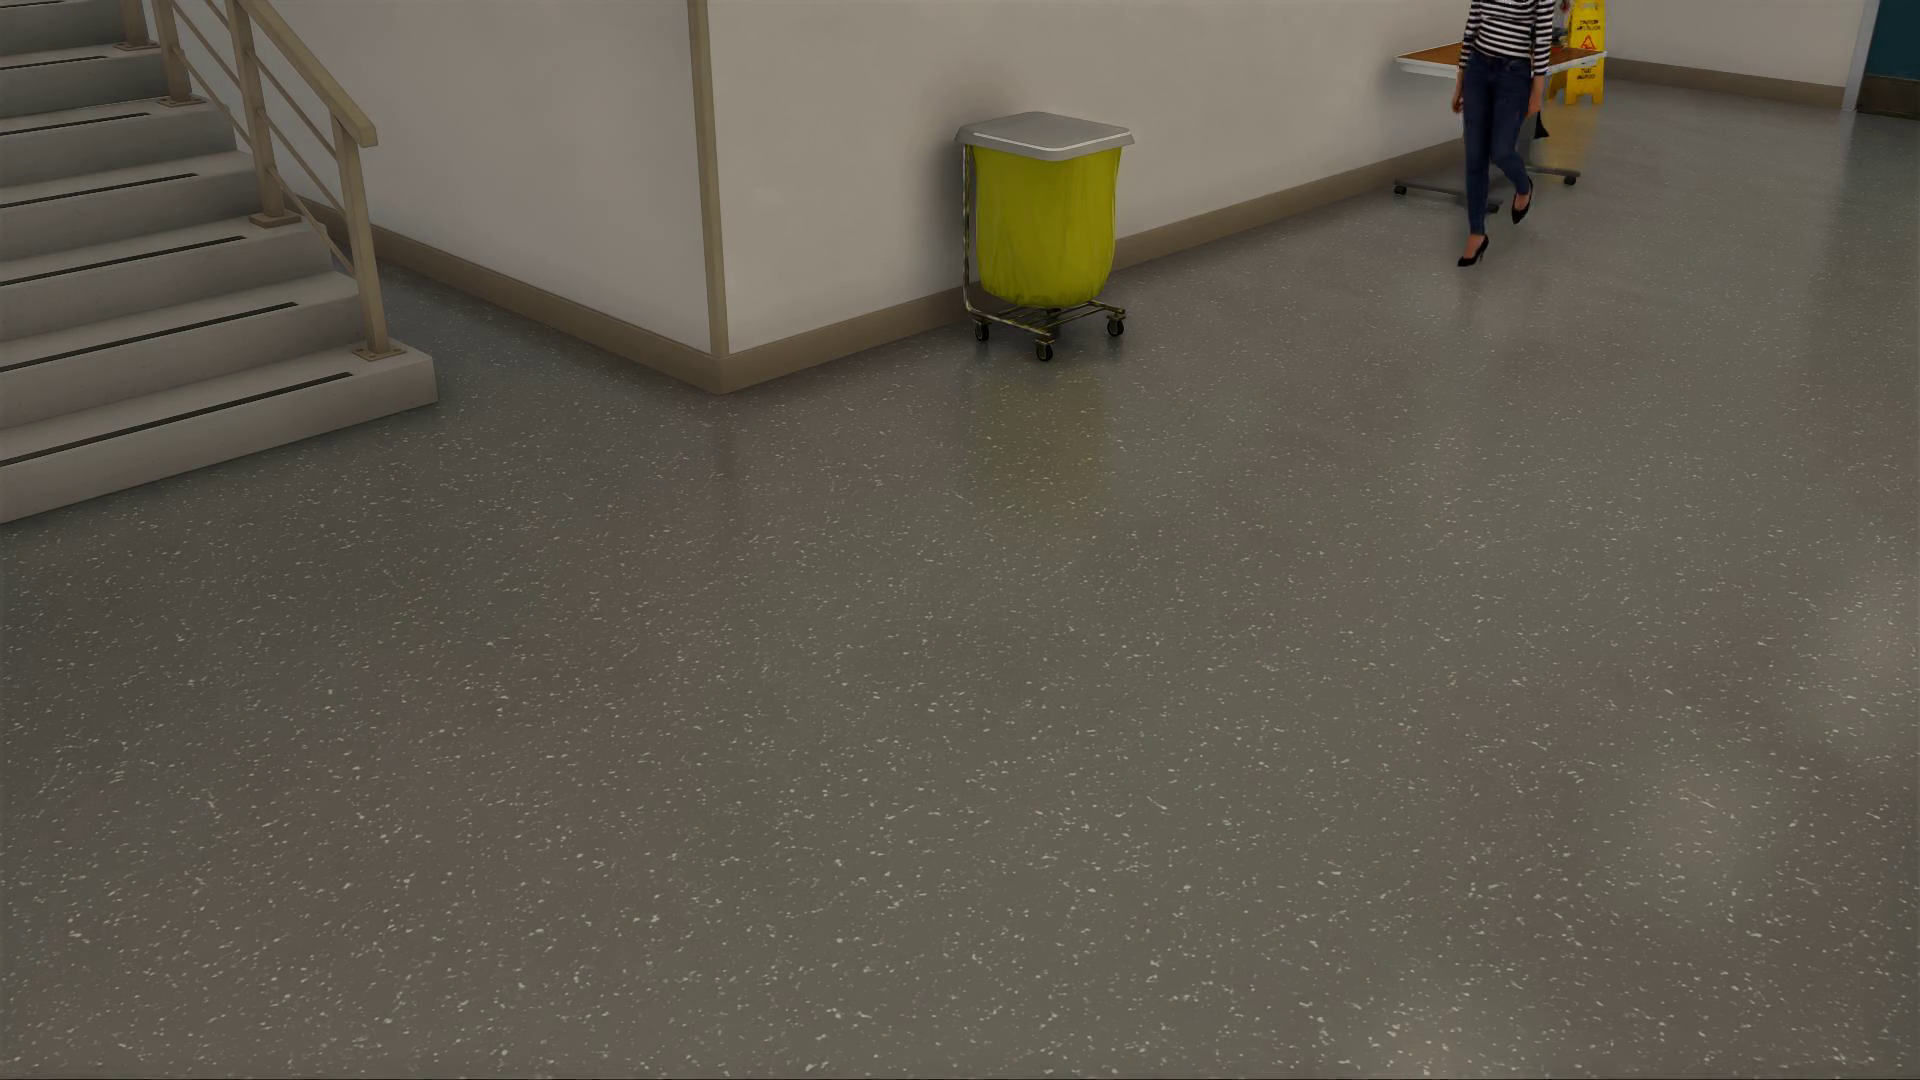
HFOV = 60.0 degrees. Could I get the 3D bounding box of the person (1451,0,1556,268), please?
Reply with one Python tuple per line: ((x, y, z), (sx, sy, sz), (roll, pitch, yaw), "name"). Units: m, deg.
((2.766, -2.283, 8.426), (0.748, 1.777, 0.633), (23, 34, 39), "person")
